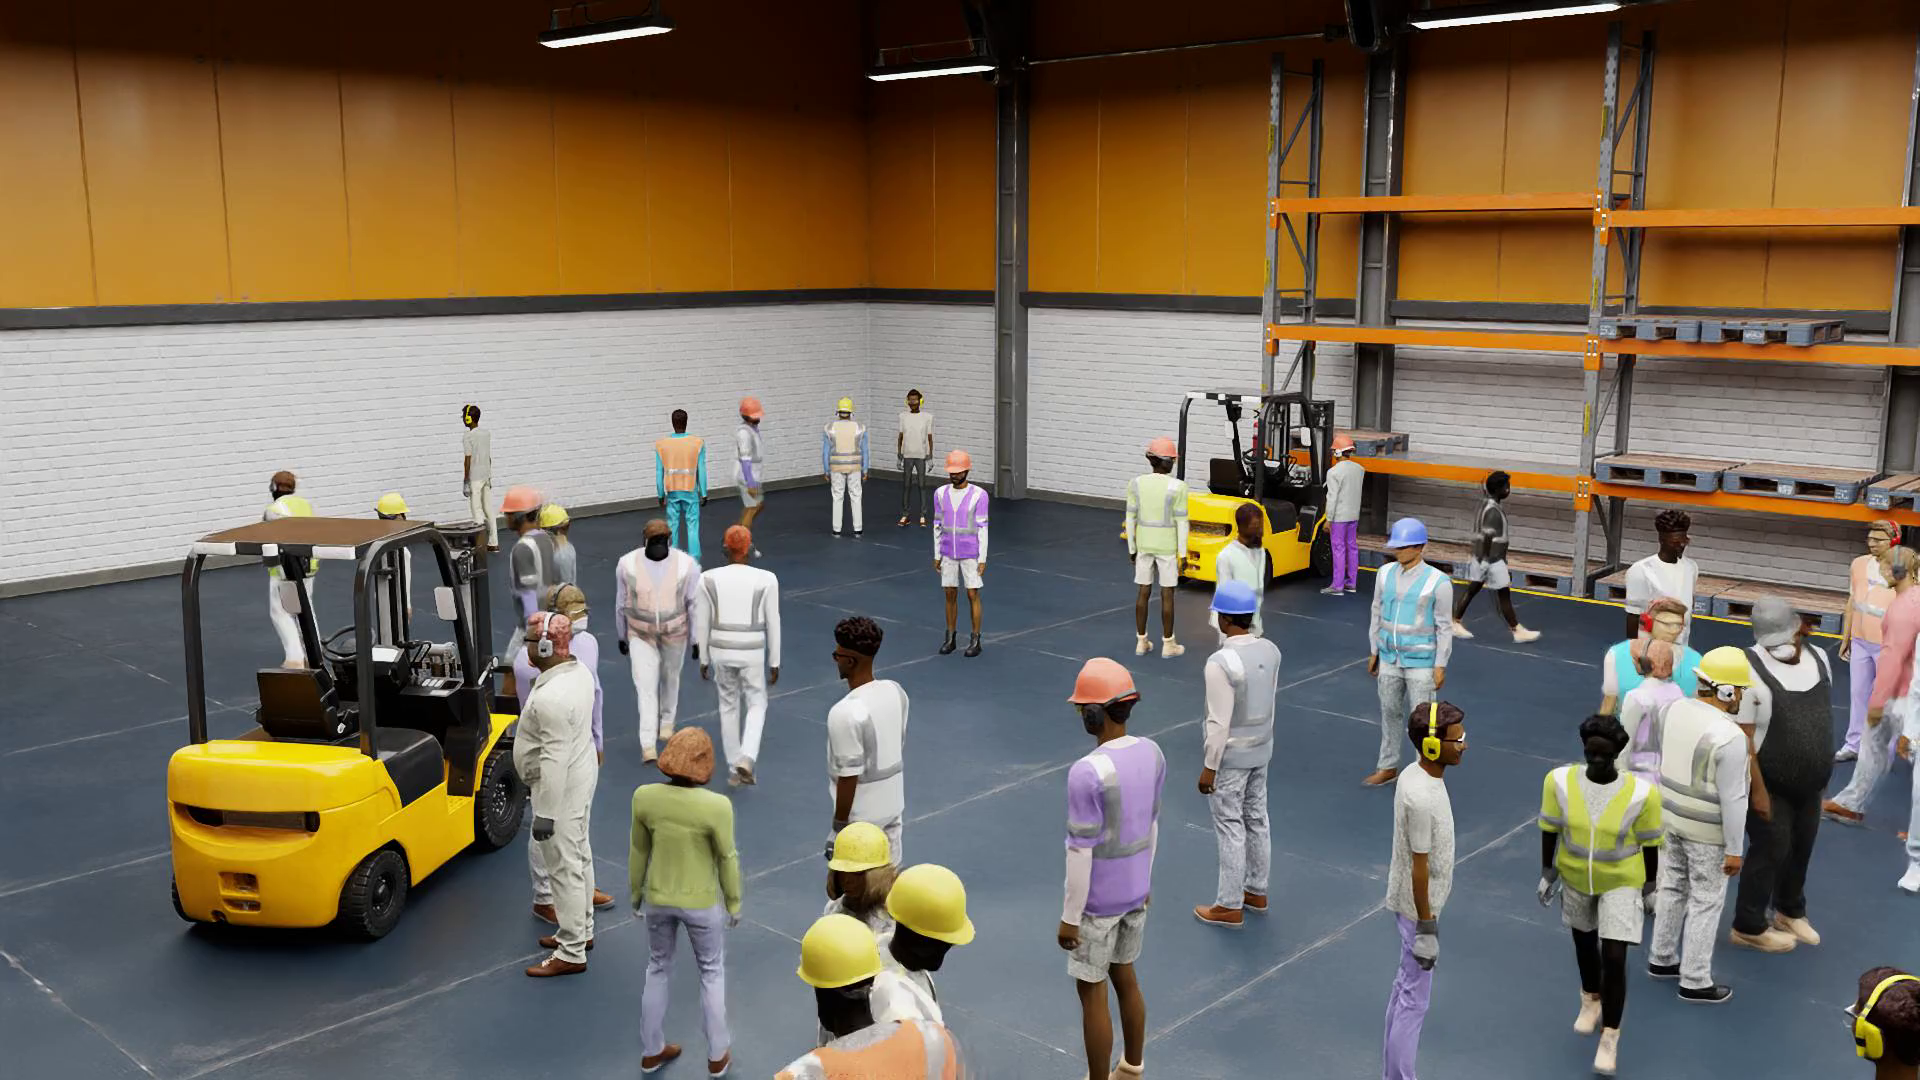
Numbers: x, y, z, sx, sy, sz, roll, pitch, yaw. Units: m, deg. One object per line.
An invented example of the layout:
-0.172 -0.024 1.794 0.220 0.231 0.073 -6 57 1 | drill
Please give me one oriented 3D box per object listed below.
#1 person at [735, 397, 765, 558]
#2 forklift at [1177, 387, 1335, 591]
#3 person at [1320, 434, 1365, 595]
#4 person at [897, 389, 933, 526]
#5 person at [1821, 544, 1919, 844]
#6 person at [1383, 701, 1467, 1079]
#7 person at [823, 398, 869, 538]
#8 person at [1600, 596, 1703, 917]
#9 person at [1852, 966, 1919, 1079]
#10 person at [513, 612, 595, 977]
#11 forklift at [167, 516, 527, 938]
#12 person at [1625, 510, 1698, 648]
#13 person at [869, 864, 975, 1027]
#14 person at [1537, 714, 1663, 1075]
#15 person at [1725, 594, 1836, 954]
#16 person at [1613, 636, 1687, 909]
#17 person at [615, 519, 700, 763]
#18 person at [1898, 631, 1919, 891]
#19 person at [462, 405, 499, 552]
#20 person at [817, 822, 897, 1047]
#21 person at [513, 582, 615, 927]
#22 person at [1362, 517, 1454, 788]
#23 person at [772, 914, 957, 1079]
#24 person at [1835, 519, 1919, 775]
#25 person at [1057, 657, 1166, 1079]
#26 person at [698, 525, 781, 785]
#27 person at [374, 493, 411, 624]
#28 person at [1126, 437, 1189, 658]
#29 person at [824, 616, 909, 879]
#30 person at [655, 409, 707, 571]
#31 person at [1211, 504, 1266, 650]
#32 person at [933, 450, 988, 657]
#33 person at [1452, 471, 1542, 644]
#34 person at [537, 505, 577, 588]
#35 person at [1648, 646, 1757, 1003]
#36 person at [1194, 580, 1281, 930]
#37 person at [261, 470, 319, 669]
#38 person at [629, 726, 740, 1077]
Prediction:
-2.573 -0.762 20.225 0.531 1.994 0.697 1 10 4 | person
3.298 -0.608 18.767 1.214 2.155 2.313 9 13 42 | forklift
4.154 -0.277 18.135 0.564 1.752 0.336 -8 13 -38 | person
-0.614 -1.115 22.578 0.514 1.873 0.329 2 10 9 | person
5.932 0.974 10.621 0.962 1.880 0.740 8 12 37 | person
1.996 1.597 7.135 0.326 1.874 0.519 2 10 12 | person
-1.488 -0.938 21.674 0.603 1.830 0.404 -1 10 -6 | person
3.930 1.193 9.557 0.580 1.824 0.734 1 10 5 | person
2.478 2.064 4.515 0.511 1.862 0.324 -2 10 -9 | person
-2.110 1.311 8.662 0.407 1.910 0.638 0 10 -1 | person
-3.583 0.976 9.748 1.214 2.155 2.313 2 10 11 | forklift
4.921 0.751 11.678 0.614 1.963 0.362 -4 11 -24 | person
-0.265 1.917 5.346 0.881 1.872 0.615 -1 10 -7 | person
2.948 1.597 7.737 0.539 1.649 0.743 7 12 36 | person
4.361 1.210 8.853 0.721 2.000 0.548 -4 11 -24 | person
3.883 1.343 9.283 0.513 1.620 0.548 -8 13 -37 | person
-2.244 0.714 12.436 0.639 1.780 0.991 -2 10 -12 | person
5.822 1.139 9.645 0.645 1.908 0.433 9 13 42 | person
-5.935 -0.733 20.449 0.328 1.861 0.508 3 10 18 | person
-0.354 1.857 6.012 0.282 1.746 0.493 -9 13 -42 | person
-2.218 1.185 9.321 0.383 1.932 0.632 5 11 26 | person
3.073 0.803 11.438 0.404 1.945 0.615 -9 13 -40 | person
-0.317 1.996 4.851 0.598 1.867 0.988 -8 13 -38 | person
6.623 0.758 11.979 0.373 1.843 0.572 -4 11 -22 | person
0.623 1.509 7.194 0.403 2.030 0.612 8 13 38 | person
-1.542 0.827 11.559 0.584 1.864 0.534 0 10 2 | person
-4.651 0.493 13.719 0.312 1.769 0.522 -8 13 -37 | person
1.834 0.068 15.361 0.609 2.040 0.395 6 12 31 | person
-0.473 1.345 8.296 0.370 1.965 0.608 5 11 27 | person
-3.231 -0.559 19.311 0.587 1.911 0.397 0 10 0 | person
2.082 0.673 12.340 0.393 1.909 0.626 7 12 35 | person
-0.004 0.121 15.383 0.544 1.930 0.389 4 11 23 | person
5.110 0.164 15.889 0.880 1.648 0.541 3 10 15 | person
-3.156 0.594 13.160 0.328 1.762 0.533 -2 10 -10 | person
3.718 1.418 8.318 0.403 1.817 0.601 -2 10 -11 | person
1.531 1.185 9.264 0.405 1.945 0.615 9 13 42 | person
-5.931 0.285 14.806 0.470 1.804 0.651 3 10 14 | person
-1.257 1.645 7.566 0.539 1.616 0.321 3 10 17 | person
